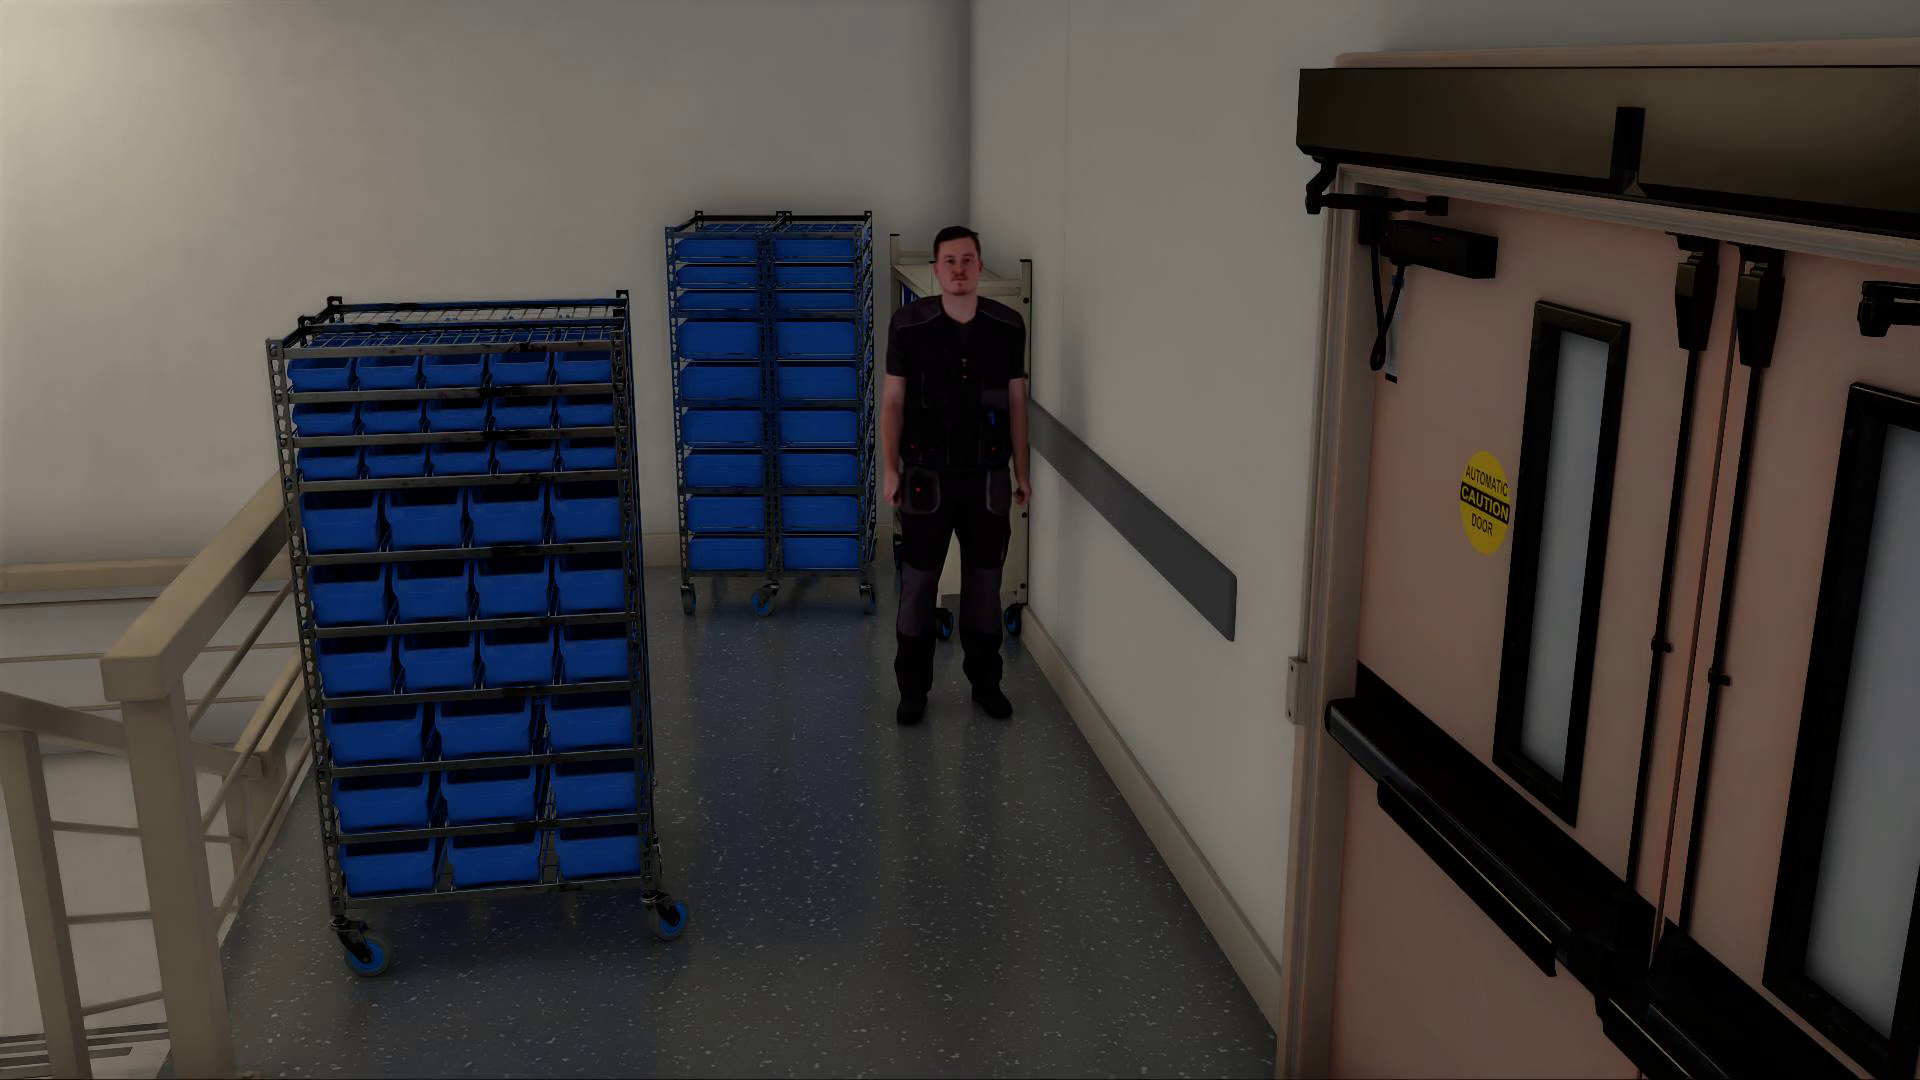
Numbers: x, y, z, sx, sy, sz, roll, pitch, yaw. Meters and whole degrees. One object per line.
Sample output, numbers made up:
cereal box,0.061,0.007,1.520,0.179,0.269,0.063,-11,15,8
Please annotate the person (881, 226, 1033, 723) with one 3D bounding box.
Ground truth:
person,-0.019,-0.244,6.213,0.706,1.845,0.561,-3,16,-9
